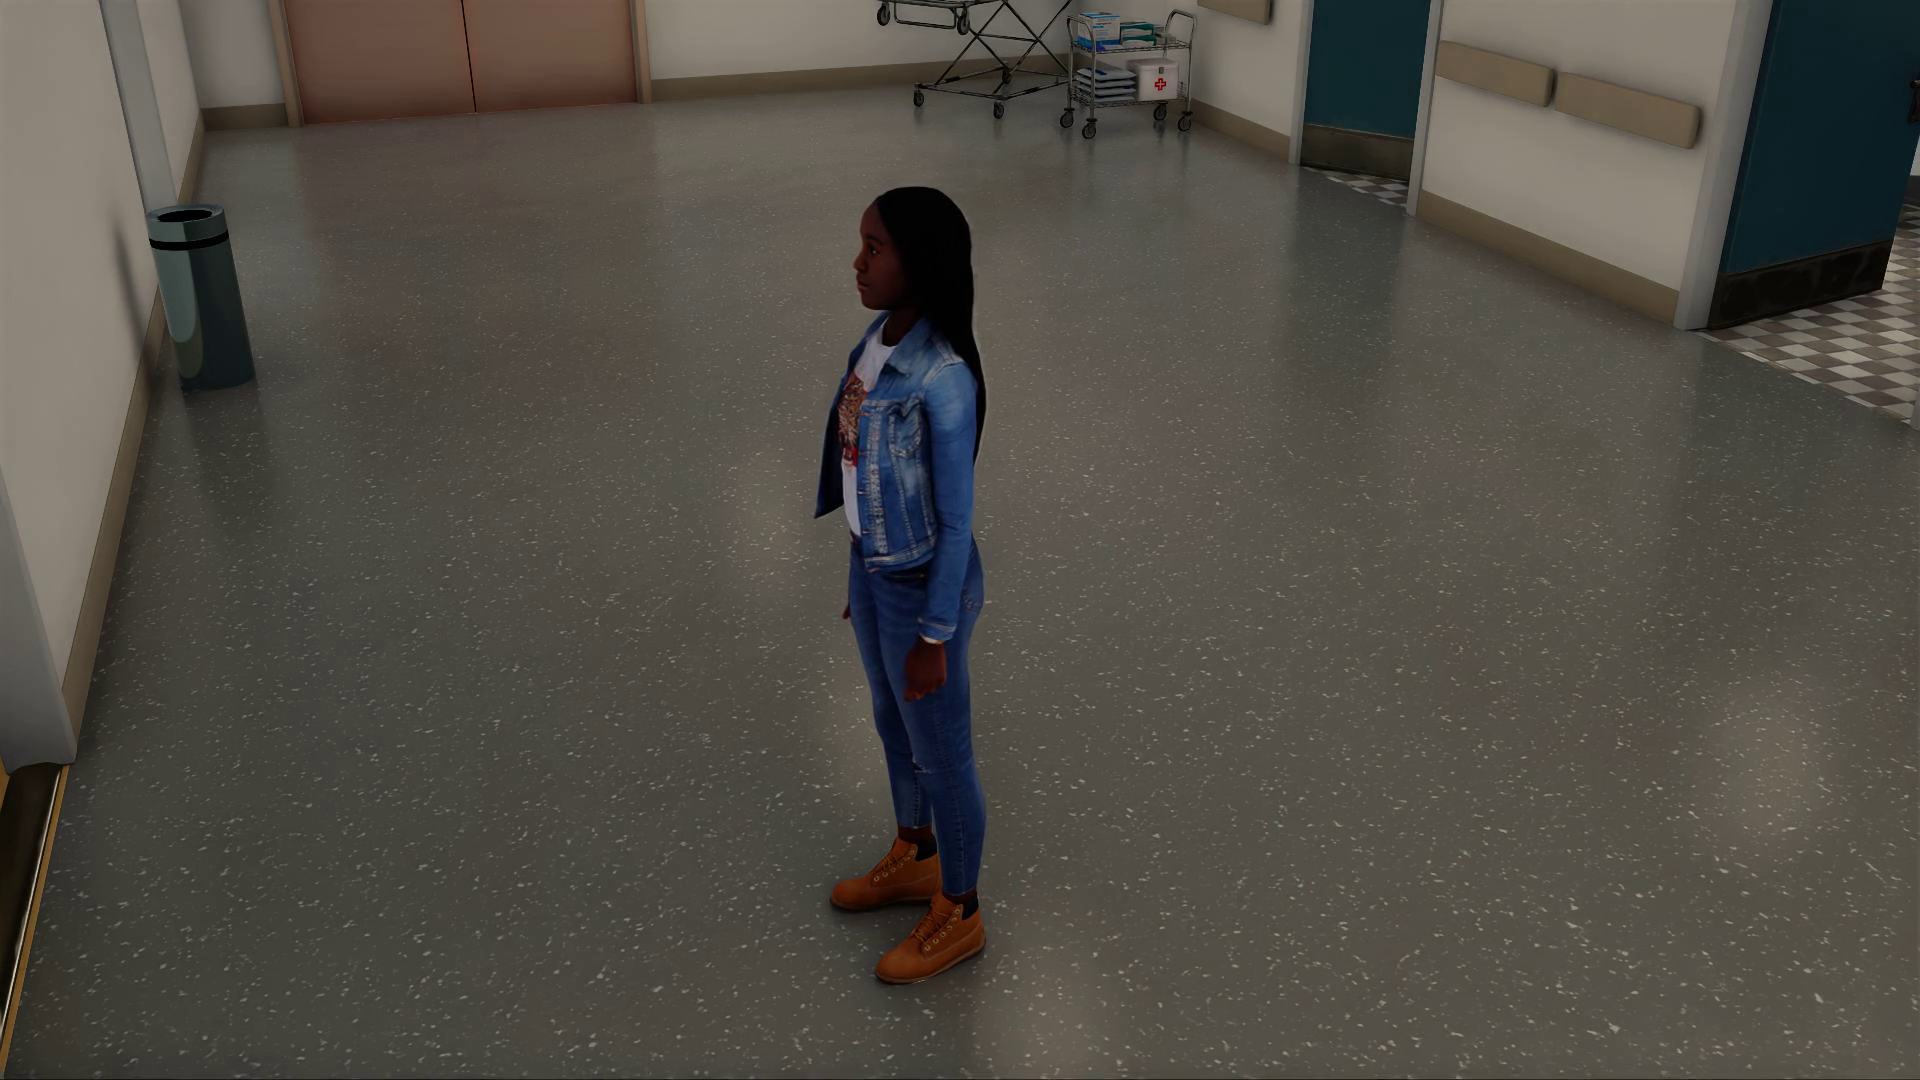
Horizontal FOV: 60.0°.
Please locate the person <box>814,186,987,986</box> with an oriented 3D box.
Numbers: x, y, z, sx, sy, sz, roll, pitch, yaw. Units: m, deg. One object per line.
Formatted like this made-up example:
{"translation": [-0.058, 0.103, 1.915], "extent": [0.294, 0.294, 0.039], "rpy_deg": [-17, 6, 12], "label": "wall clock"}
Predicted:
{"translation": [-0.090, 0.118, 3.432], "extent": [0.666, 1.713, 0.452], "rpy_deg": [-10, 28, -20], "label": "person"}
